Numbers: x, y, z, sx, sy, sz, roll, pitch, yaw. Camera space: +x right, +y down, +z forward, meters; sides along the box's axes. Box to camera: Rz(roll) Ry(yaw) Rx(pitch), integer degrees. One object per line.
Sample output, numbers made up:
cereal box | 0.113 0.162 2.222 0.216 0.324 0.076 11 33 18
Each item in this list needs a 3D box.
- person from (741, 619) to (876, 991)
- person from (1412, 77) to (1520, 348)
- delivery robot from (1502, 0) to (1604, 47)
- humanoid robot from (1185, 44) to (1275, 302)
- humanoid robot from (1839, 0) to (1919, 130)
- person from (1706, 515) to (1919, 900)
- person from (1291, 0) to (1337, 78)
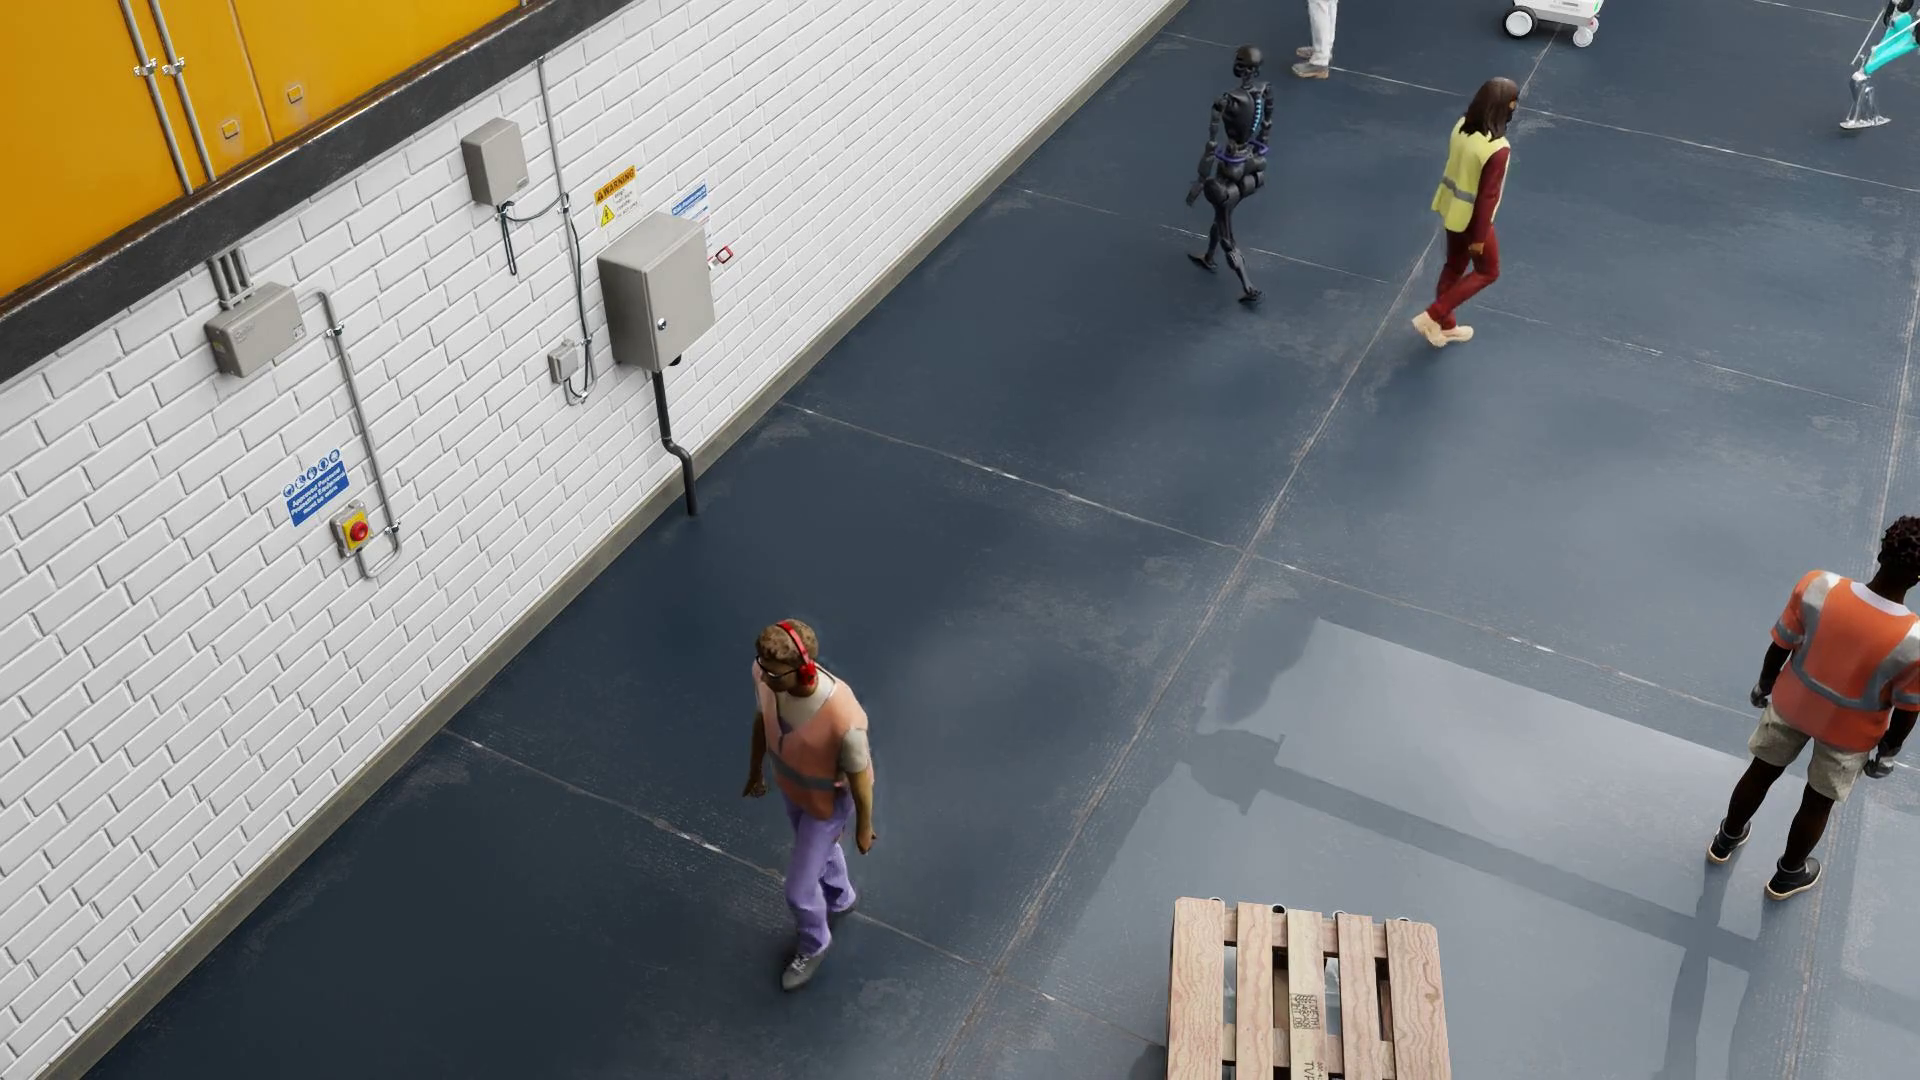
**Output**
person | -0.649 1.029 6.453 0.654 1.822 0.586 -30 49 -30
person | 3.042 -1.917 9.913 0.426 1.759 0.480 -10 42 -11
delivery robot | 4.914 -4.435 13.772 0.804 0.610 0.499 18 44 19
humanoid robot | 1.753 -2.308 10.480 0.609 1.651 0.755 -26 47 -27
humanoid robot | 6.757 -3.712 12.037 0.835 1.796 0.537 -10 42 -11
person | 3.521 0.693 6.737 0.361 1.963 0.611 -30 49 -30
person | 2.877 -4.550 12.890 0.388 1.866 0.615 7 41 9
